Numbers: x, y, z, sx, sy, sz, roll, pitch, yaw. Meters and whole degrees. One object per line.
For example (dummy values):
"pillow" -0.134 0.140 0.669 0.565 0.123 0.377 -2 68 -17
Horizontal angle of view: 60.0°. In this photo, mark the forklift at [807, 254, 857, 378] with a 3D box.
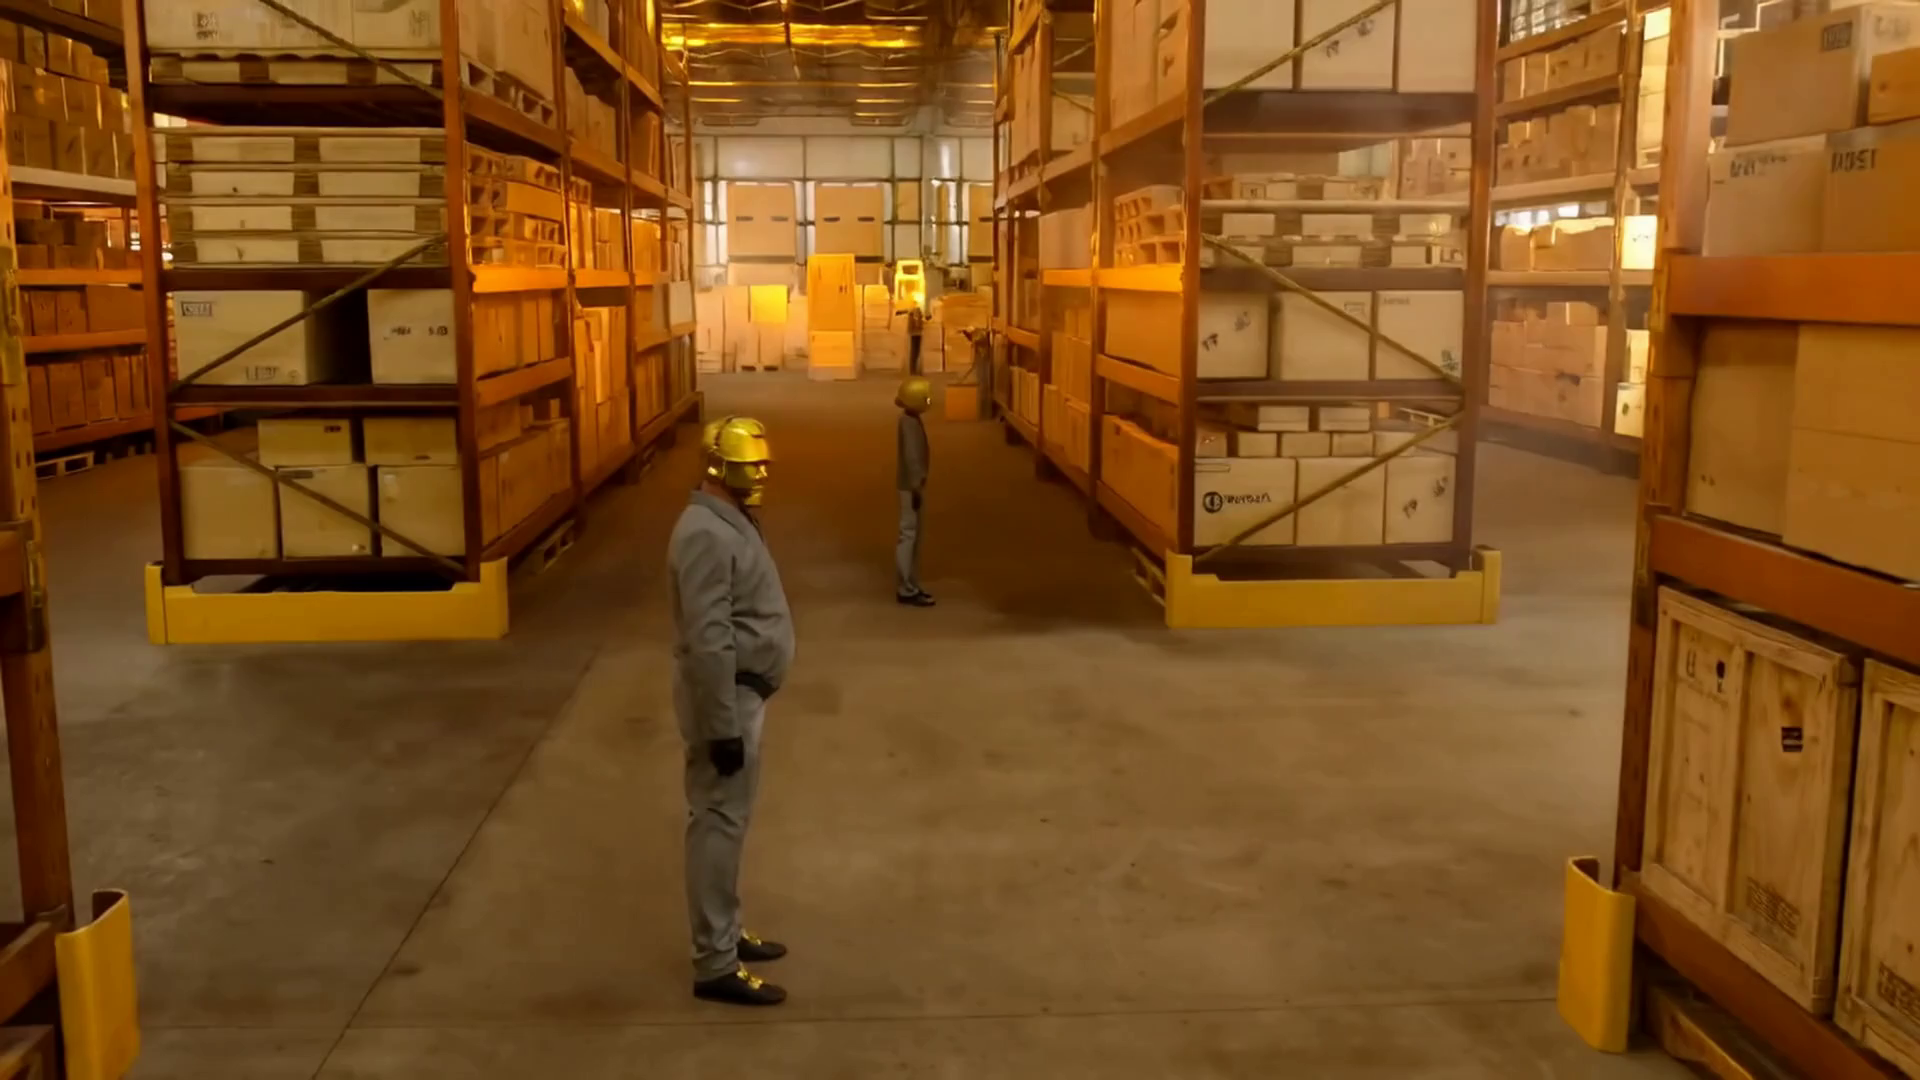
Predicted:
"forklift" -2.942 -5.145 38.138 1.129 2.768 1.873 -1 9 -4

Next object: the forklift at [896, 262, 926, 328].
"forklift" -1.780 -8.547 59.499 1.129 2.768 1.873 -1 9 -4

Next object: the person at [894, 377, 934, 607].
"person" -0.334 -0.349 11.919 0.285 1.634 0.499 0 9 -2

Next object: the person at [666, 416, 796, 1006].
"person" -0.739 0.545 5.471 0.401 1.904 0.640 0 9 -2

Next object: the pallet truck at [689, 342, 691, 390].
"pallet truck" -5.225 -3.008 27.480 1.885 1.965 0.823 2 9 14

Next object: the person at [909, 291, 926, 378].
"person" -0.975 -4.702 38.126 0.387 1.996 0.611 0 9 -2
